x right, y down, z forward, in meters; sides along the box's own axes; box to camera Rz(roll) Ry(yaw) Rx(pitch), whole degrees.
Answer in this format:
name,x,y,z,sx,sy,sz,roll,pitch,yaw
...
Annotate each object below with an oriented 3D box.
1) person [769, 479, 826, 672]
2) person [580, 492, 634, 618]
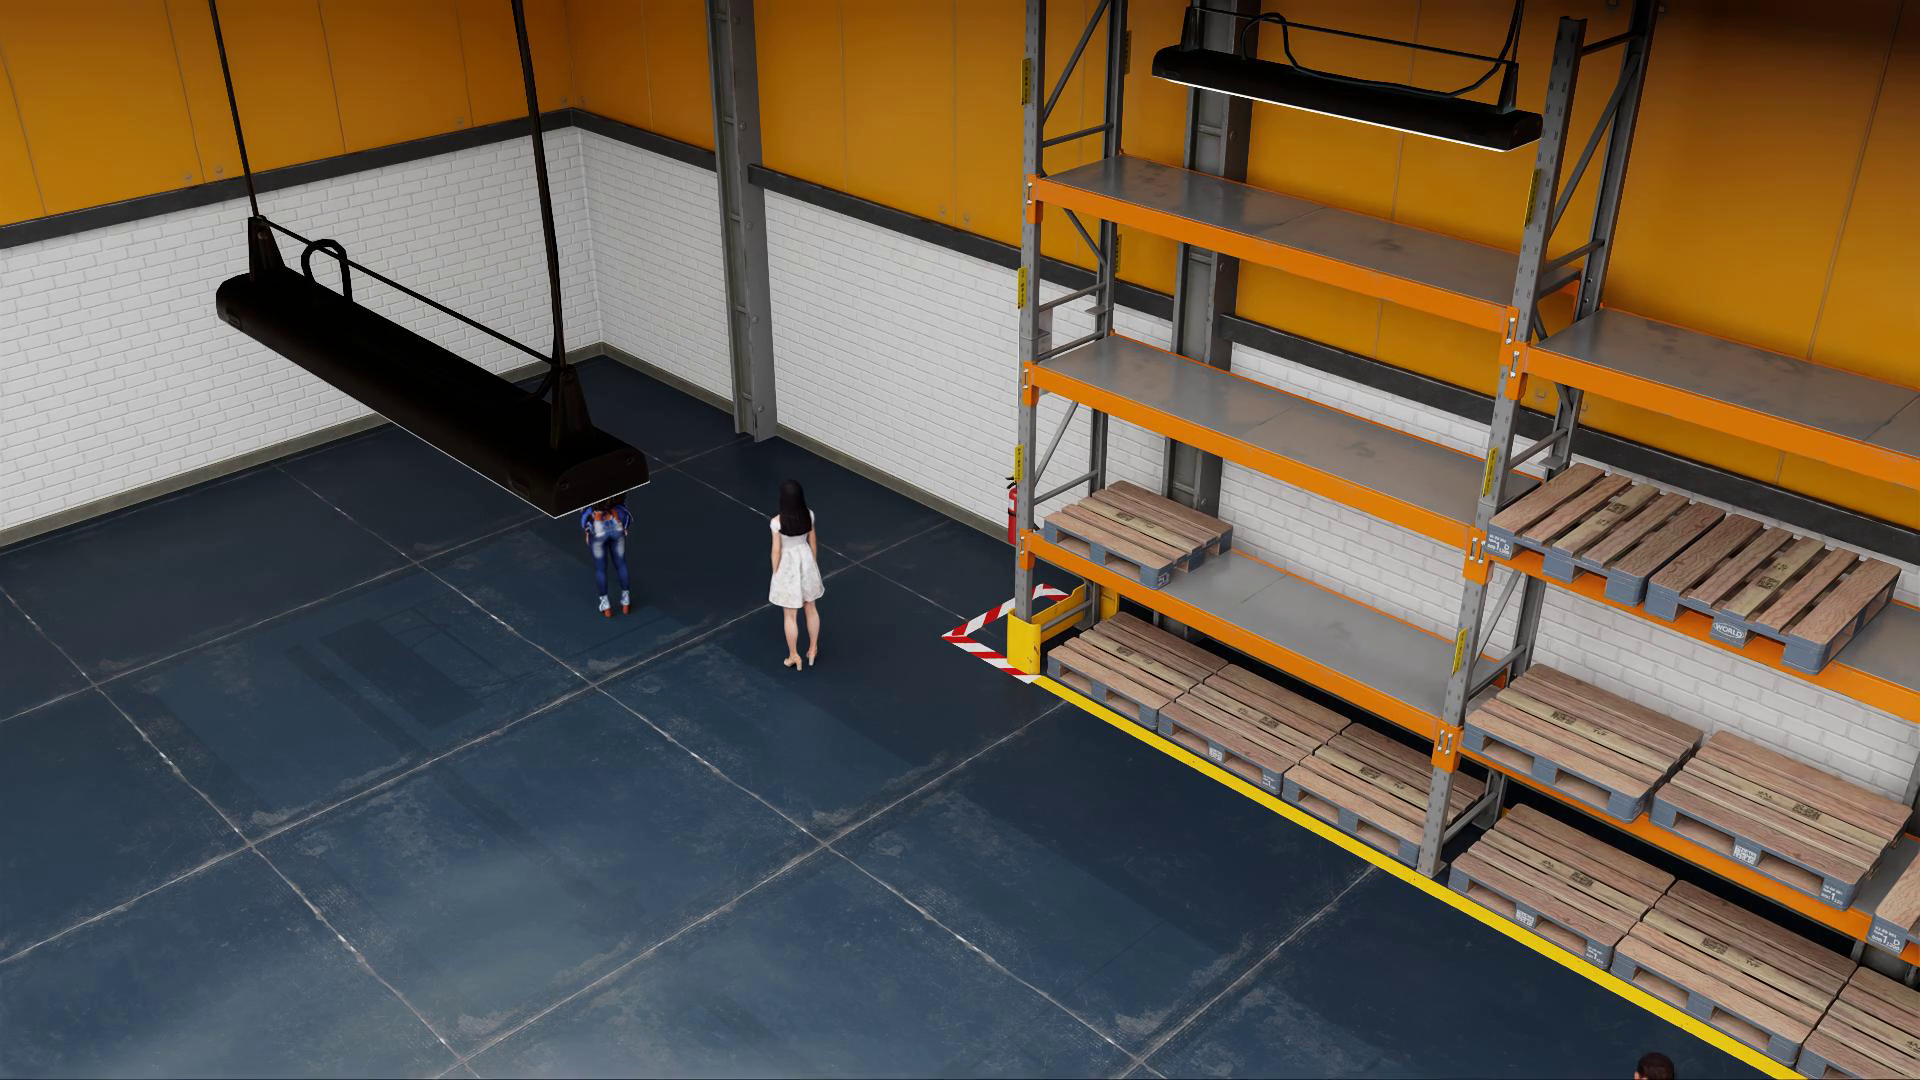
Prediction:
name,x,y,z,sx,sy,sz,roll,pitch,yaw
person,-1.381,0.288,14.014,0.719,1.775,0.724,-15,32,-25
person,-3.155,-0.072,14.833,0.670,1.622,0.644,-14,32,-25
